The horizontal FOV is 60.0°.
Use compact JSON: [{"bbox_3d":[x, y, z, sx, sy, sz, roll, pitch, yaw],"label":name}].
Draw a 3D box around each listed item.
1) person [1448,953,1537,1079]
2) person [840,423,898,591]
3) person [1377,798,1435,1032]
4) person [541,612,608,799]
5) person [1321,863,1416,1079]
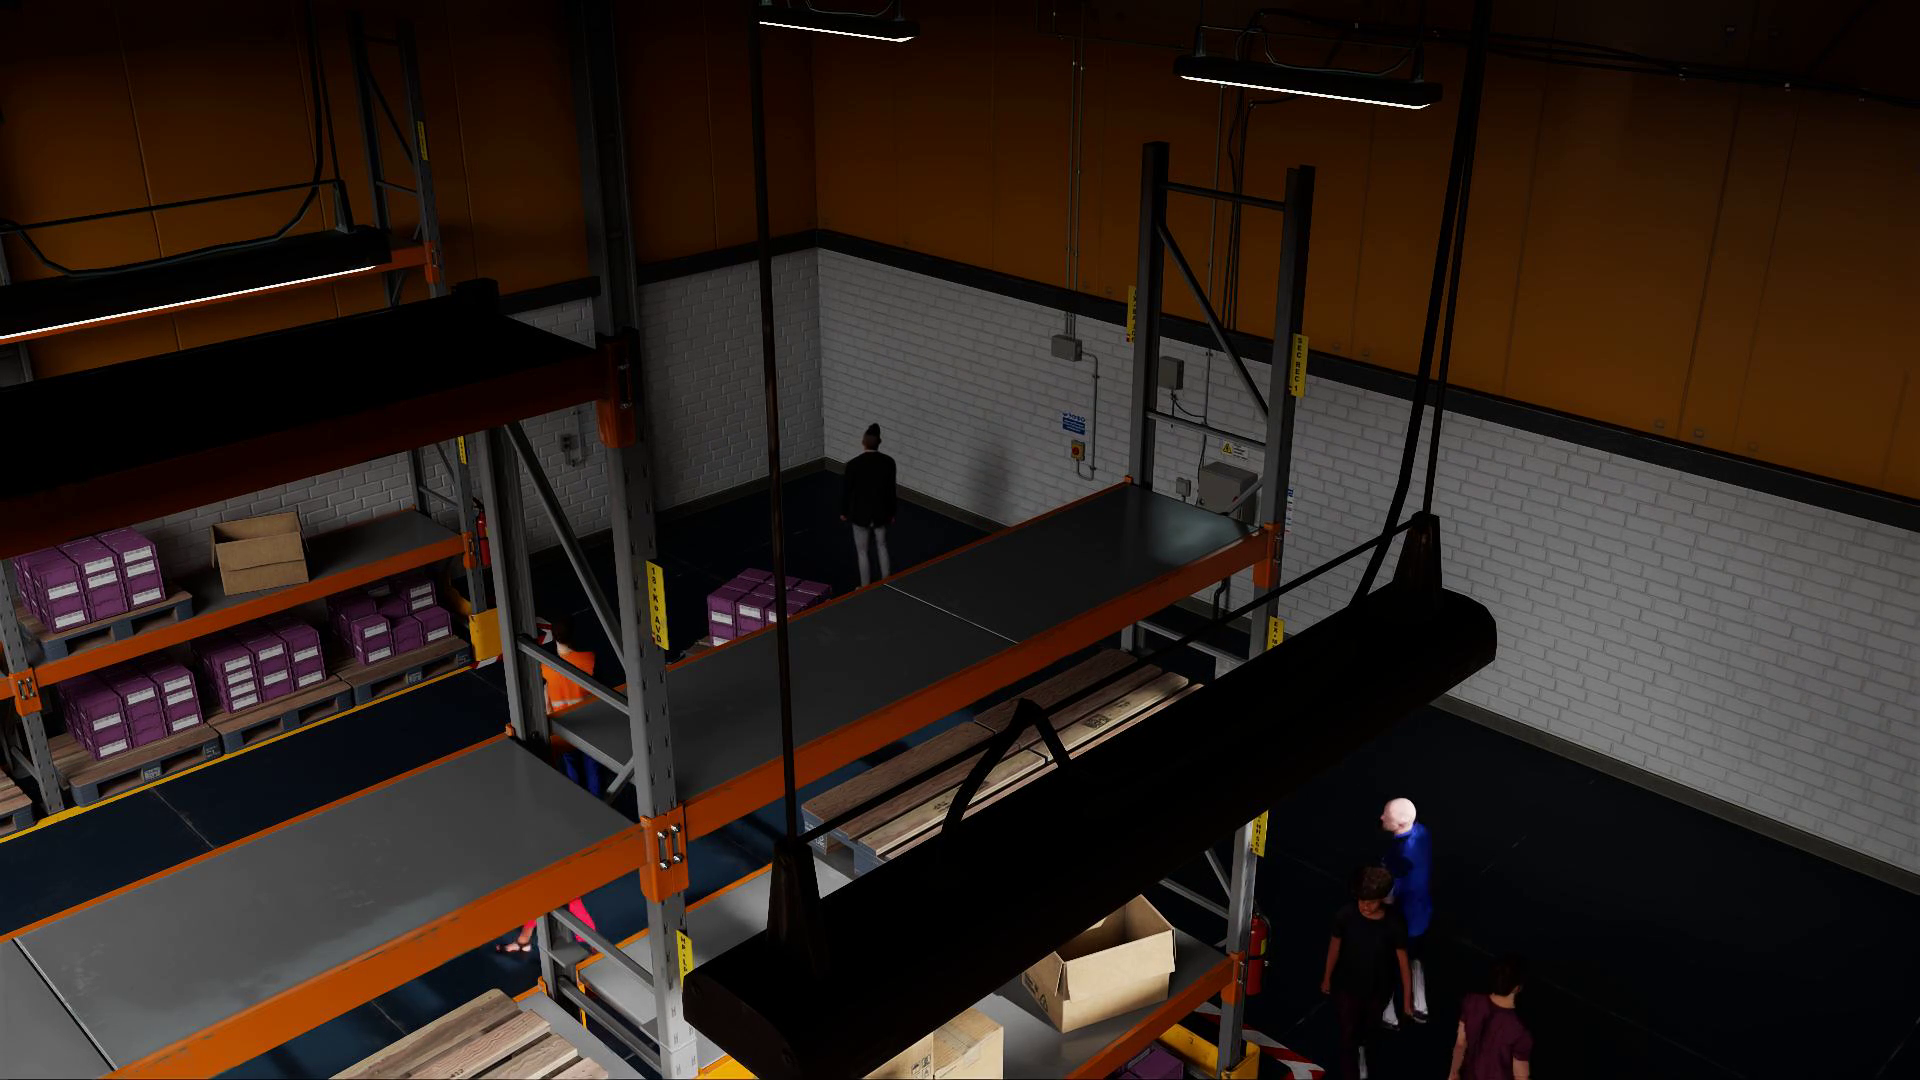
[{"bbox_3d":[2.947,3.172,9.416,1.213,1.822,0.921,-11,26,-23],"label":"person"},{"bbox_3d":[-0.926,-0.233,17.174,0.739,1.847,0.882,-9,25,-19],"label":"person"},{"bbox_3d":[2.951,2.517,10.950,0.822,1.793,0.700,18,30,36],"label":"person"},{"bbox_3d":[-3.009,1.504,13.182,1.206,1.861,1.112,-6,24,-14],"label":"person"},{"bbox_3d":[2.553,2.742,10.515,1.083,1.730,1.199,3,24,7],"label":"person"}]
